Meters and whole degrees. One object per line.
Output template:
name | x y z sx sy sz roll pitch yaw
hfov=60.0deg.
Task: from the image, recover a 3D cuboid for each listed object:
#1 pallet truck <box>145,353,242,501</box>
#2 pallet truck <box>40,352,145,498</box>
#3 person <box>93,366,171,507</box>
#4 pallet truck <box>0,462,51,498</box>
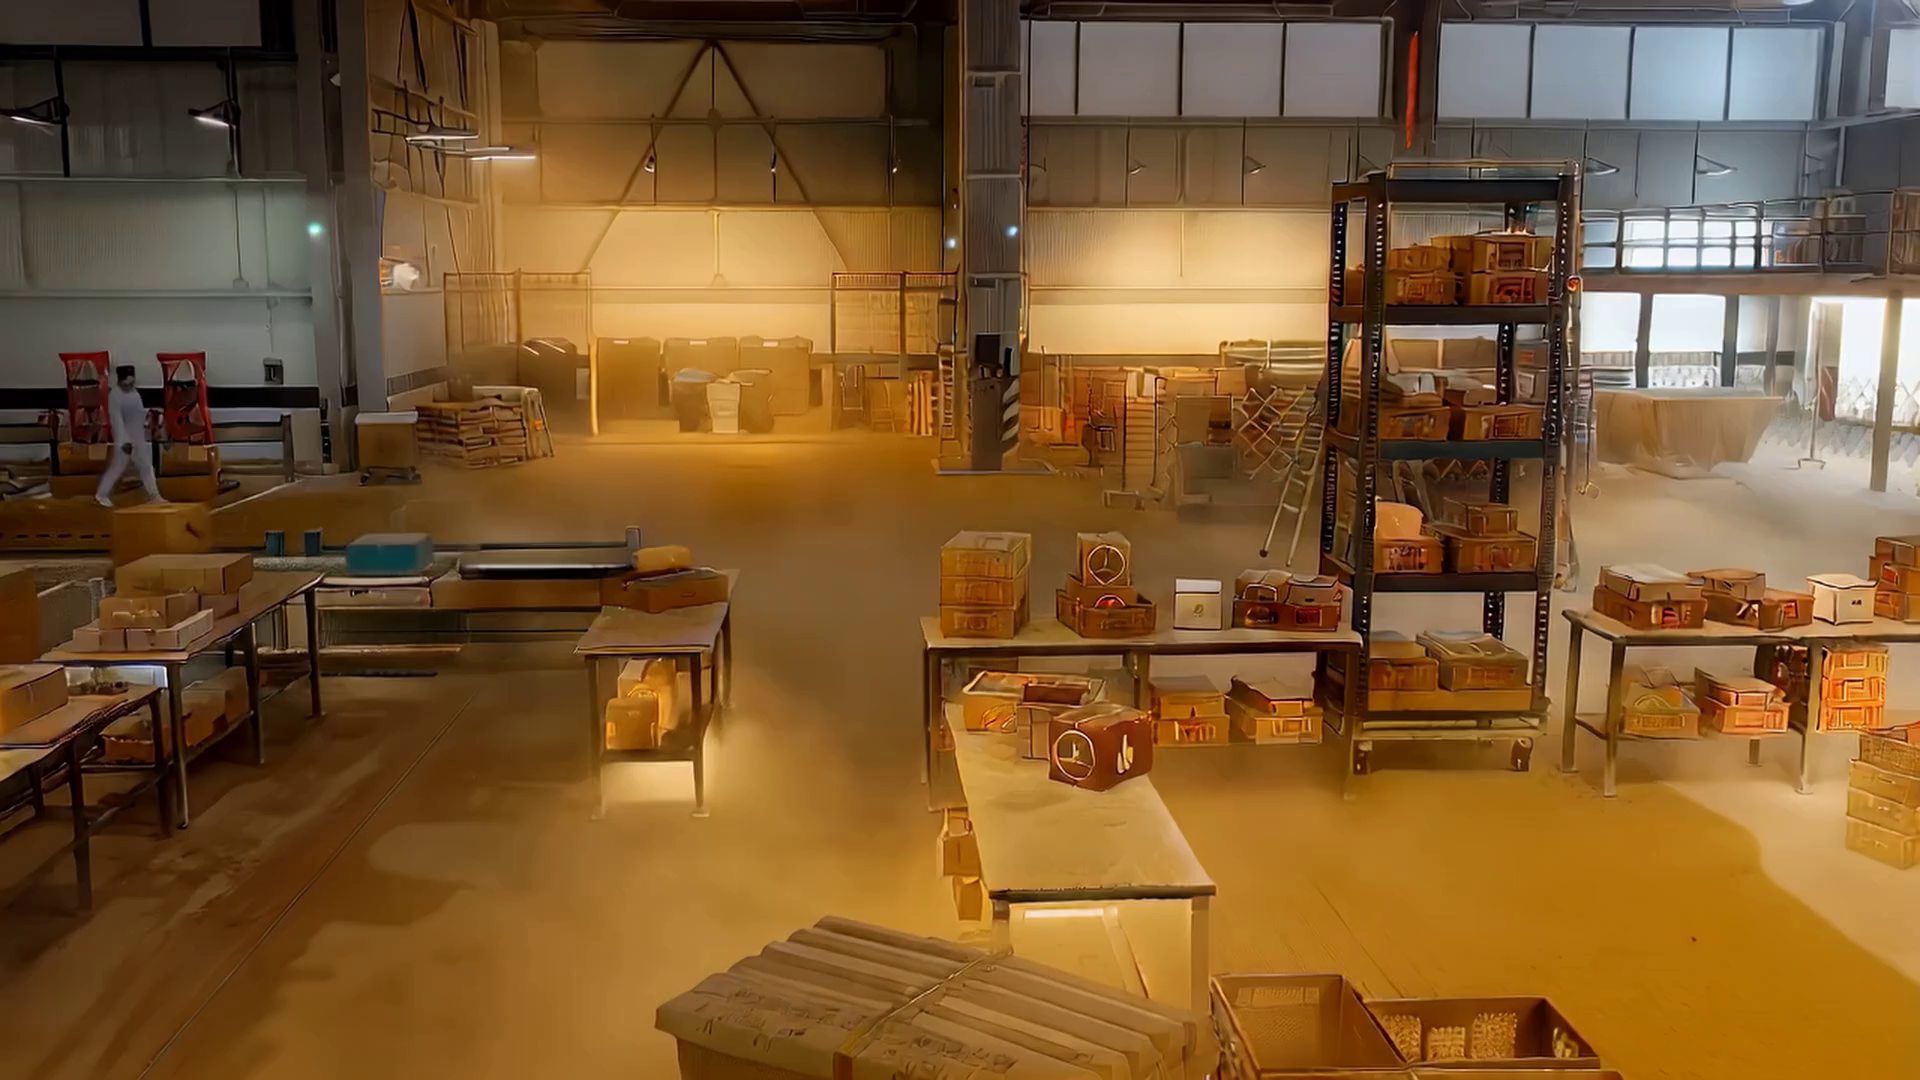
pallet truck | -10.520 -1.604 22.925 0.823 1.965 1.885 -1 9 -6
pallet truck | -11.907 -1.642 23.165 0.823 1.965 1.885 0 9 0
person | -10.889 -1.339 21.708 0.972 1.870 0.649 1 9 4
pallet truck | -13.193 -1.293 23.148 0.653 1.274 1.630 -1 9 -4
